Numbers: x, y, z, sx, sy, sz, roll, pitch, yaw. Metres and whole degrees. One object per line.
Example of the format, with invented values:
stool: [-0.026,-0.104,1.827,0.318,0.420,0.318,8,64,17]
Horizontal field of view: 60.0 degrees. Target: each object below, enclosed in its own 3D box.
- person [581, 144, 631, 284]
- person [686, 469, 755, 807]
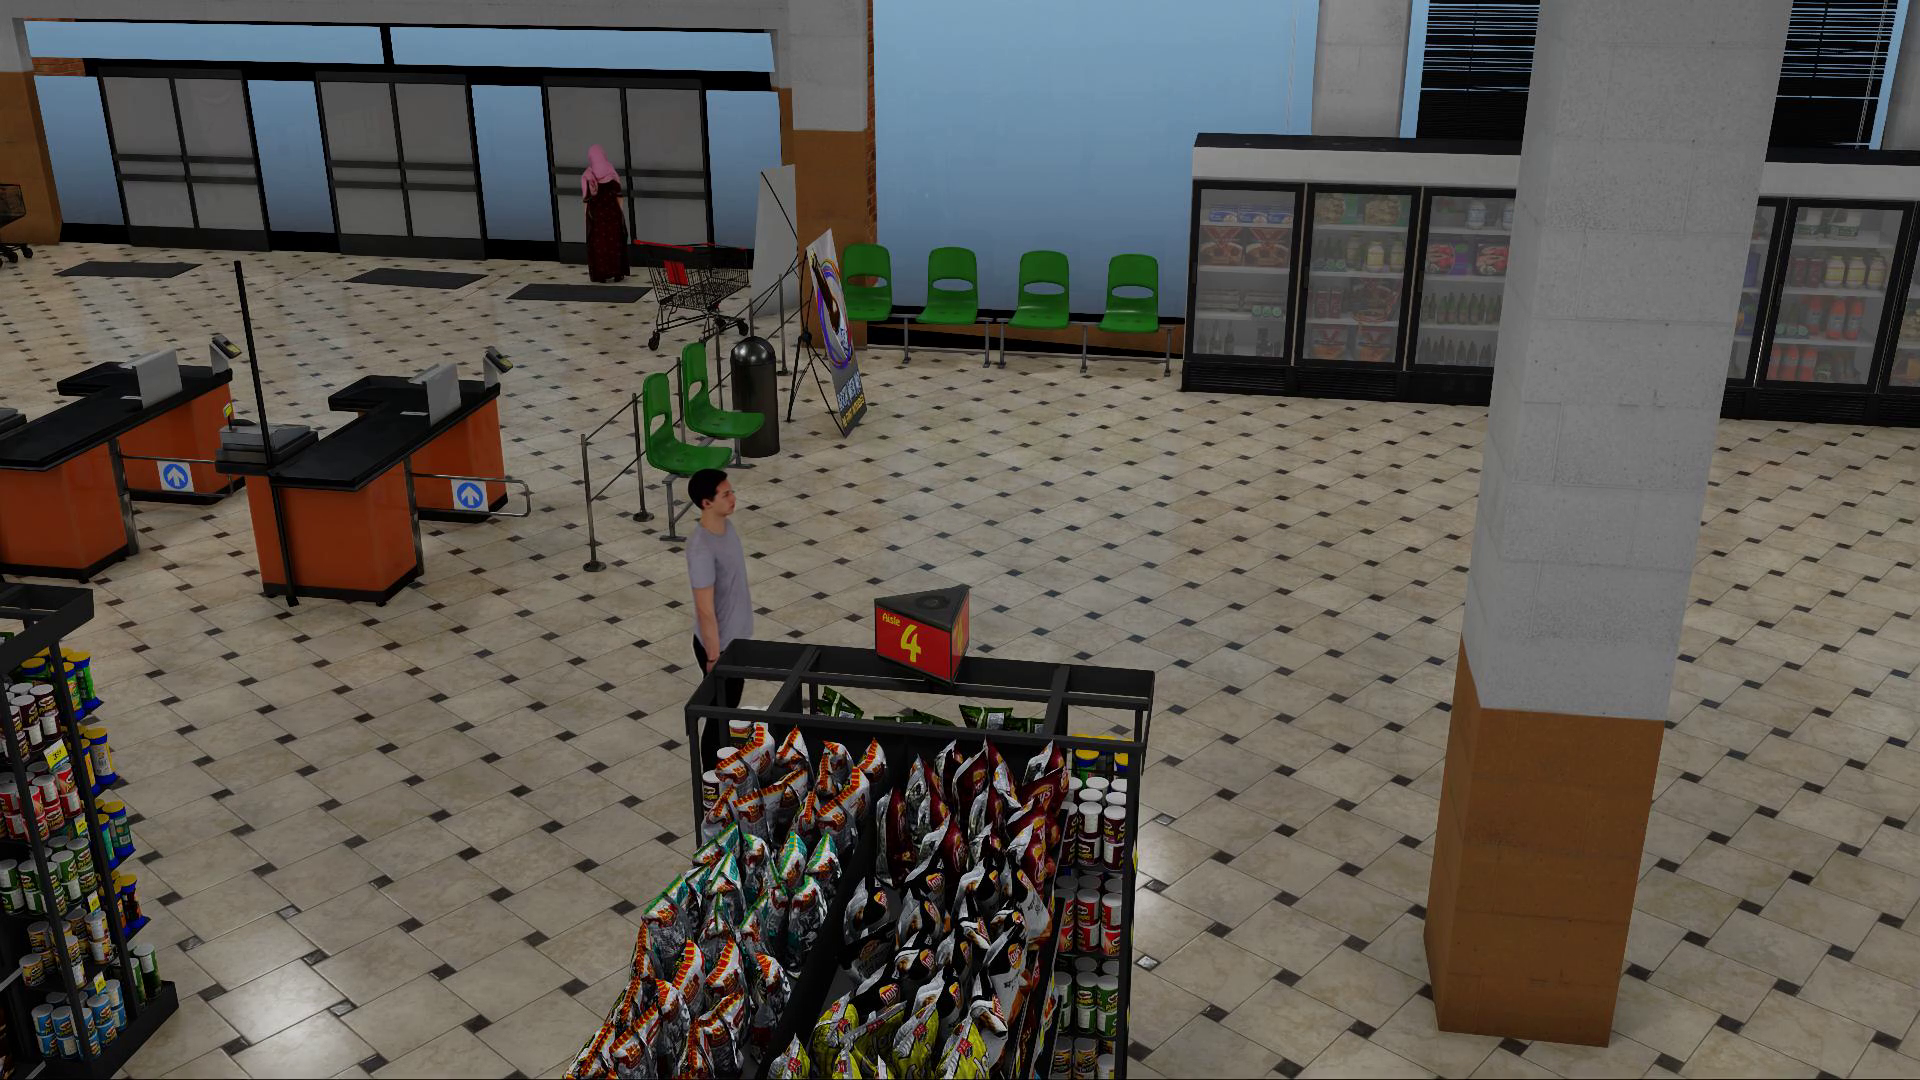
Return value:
person: [-4.242,-3.890,19.828,0.738,1.636,0.719,-3,22,-9]
person: [-1.237,0.508,8.577,0.747,1.863,0.502,2,22,5]
